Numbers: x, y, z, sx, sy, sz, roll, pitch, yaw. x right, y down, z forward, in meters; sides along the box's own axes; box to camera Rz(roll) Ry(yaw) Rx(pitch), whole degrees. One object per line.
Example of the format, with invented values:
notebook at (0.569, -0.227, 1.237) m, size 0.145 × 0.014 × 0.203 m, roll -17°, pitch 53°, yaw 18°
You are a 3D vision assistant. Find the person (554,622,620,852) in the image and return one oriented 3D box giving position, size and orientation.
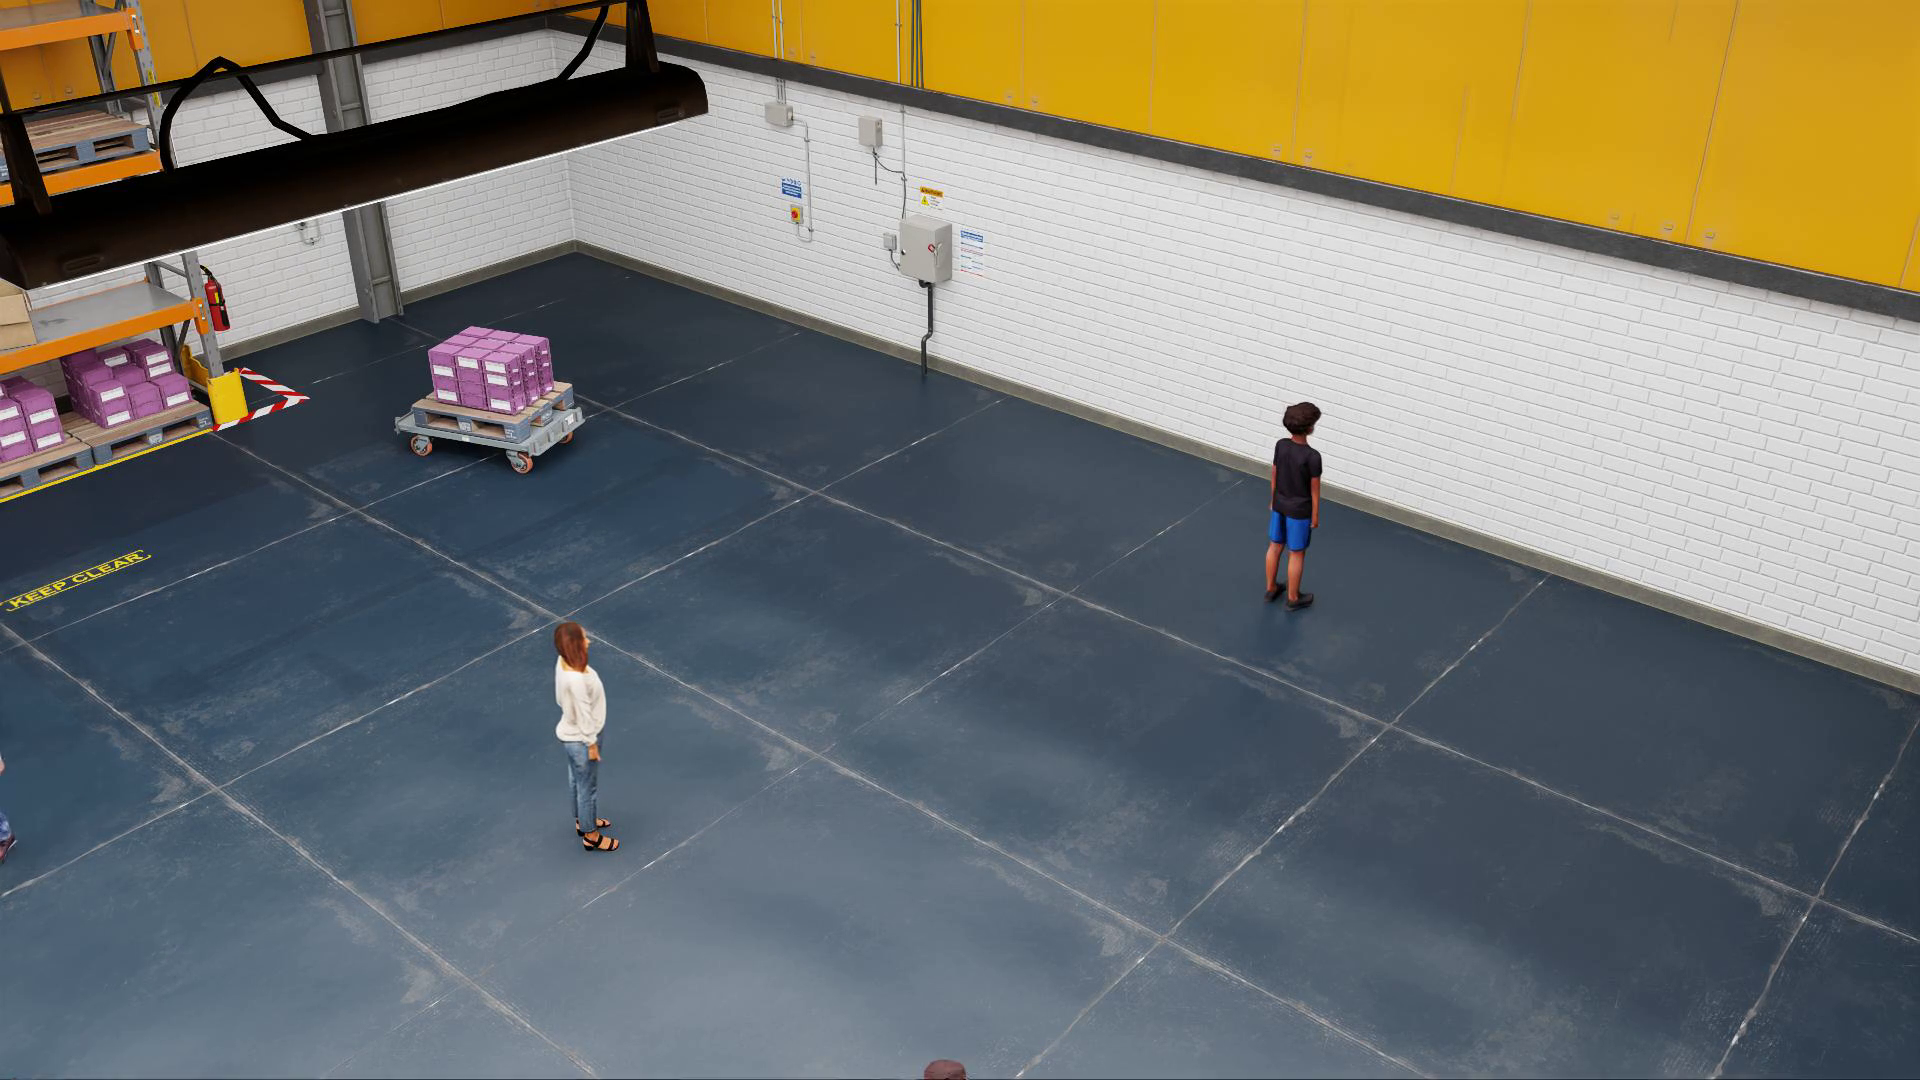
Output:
person at (-2.471, 1.263, 10.807) m, size 0.698 × 1.683 × 0.694 m, roll -11°, pitch 30°, yaw -19°

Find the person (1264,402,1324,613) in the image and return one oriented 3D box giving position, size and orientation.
person at (2.702, -0.277, 13.515) m, size 0.562 × 1.793 × 0.629 m, roll -25°, pitch 37°, yaw -38°
